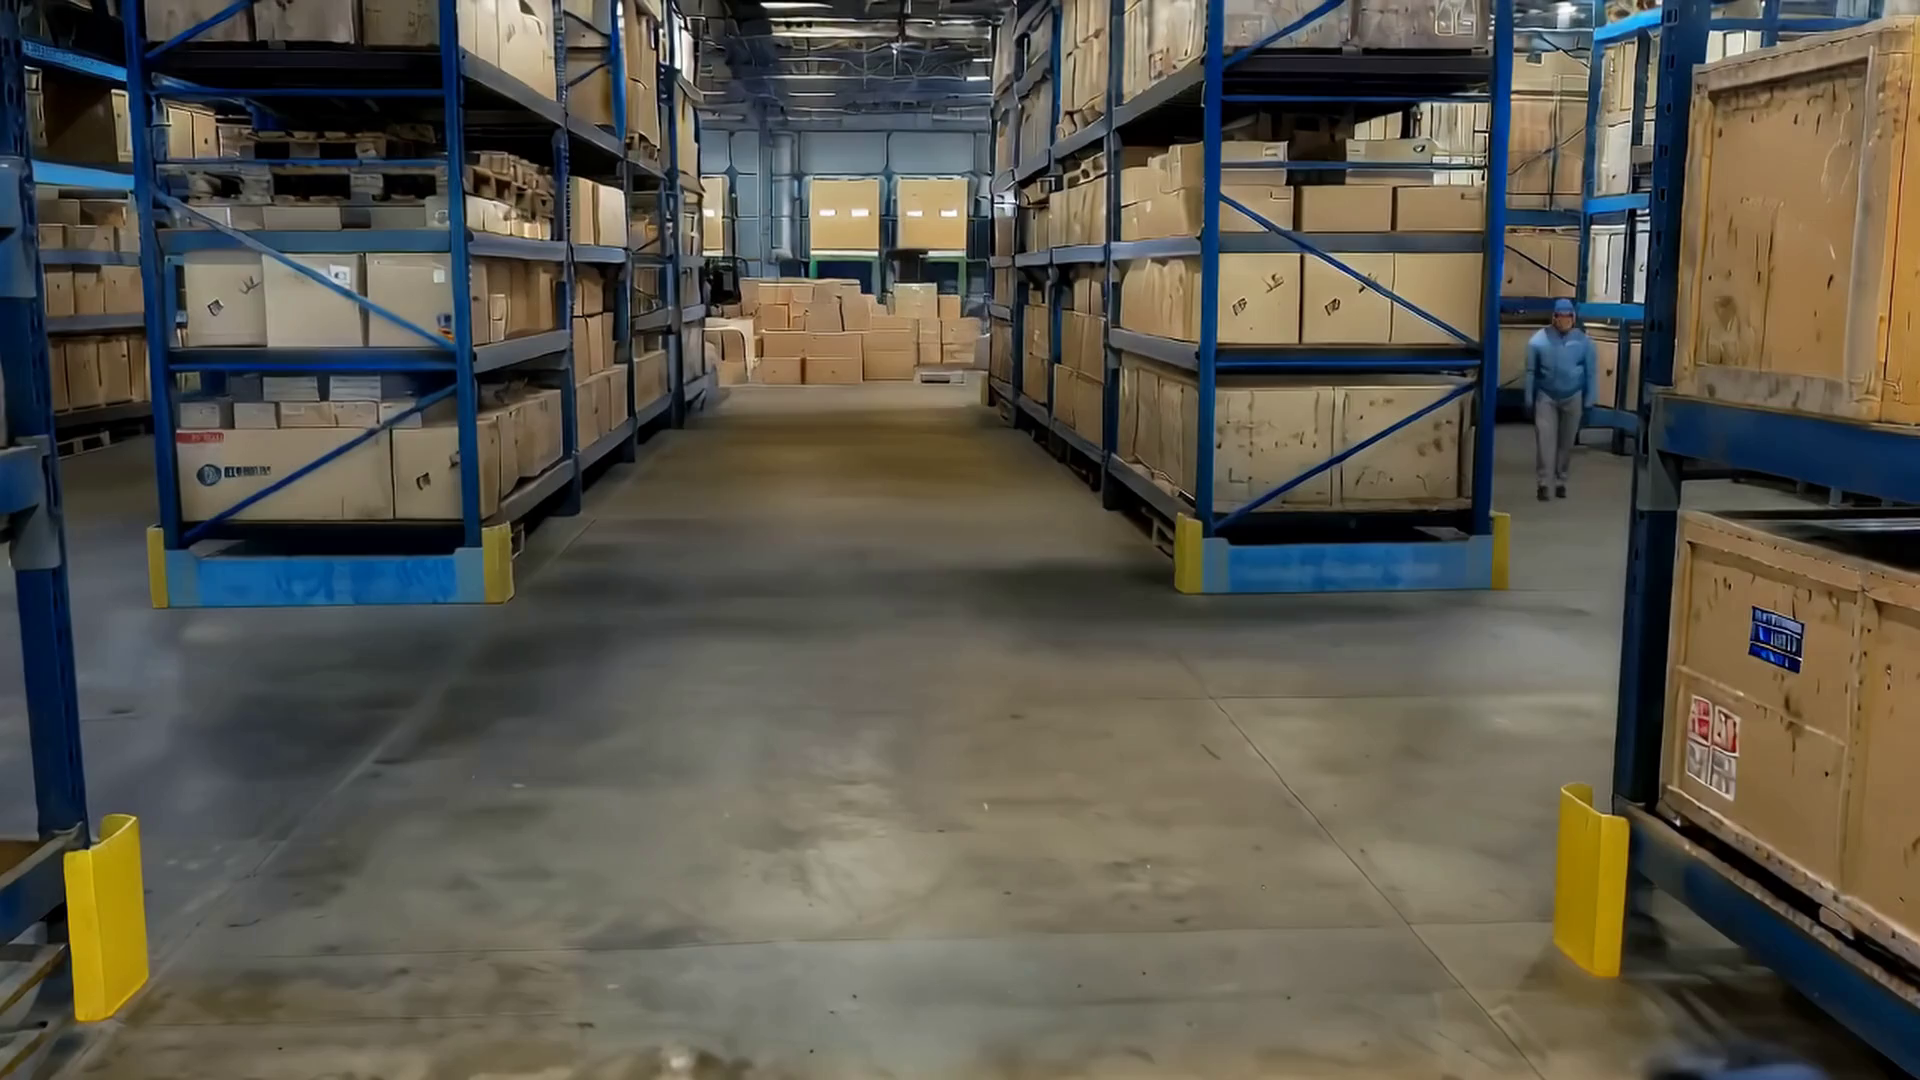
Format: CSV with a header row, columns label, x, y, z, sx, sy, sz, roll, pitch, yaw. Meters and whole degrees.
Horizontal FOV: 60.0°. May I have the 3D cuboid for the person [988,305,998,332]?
label,x,y,z,sx,sy,sz,roll,pitch,yaw
person,0.742,-4.314,34.402,0.524,1.927,0.560,4,10,26

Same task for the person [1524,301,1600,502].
label,x,y,z,sx,sy,sz,roll,pitch,yaw
person,5.616,-1.281,15.535,0.658,1.860,0.954,3,9,15

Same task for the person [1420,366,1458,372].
label,x,y,z,sx,sy,sz,roll,pitch,yaw
person,4.273,-1.110,15.004,0.318,1.697,0.535,-7,11,-37

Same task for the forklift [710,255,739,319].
label,x,y,z,sx,sy,sz,roll,pitch,yaw
forklift,-8.368,-8.713,59.038,1.129,2.768,1.873,-1,9,-4

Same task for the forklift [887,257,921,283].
label,x,y,z,sx,sy,sz,roll,pitch,yaw
forklift,-1.475,-6.327,44.059,1.129,2.768,1.873,-1,9,-4

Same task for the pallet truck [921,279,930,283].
label,x,y,z,sx,sy,sz,roll,pitch,yaw
pallet truck,-0.932,-8.922,63.114,1.885,1.965,0.823,2,9,13
